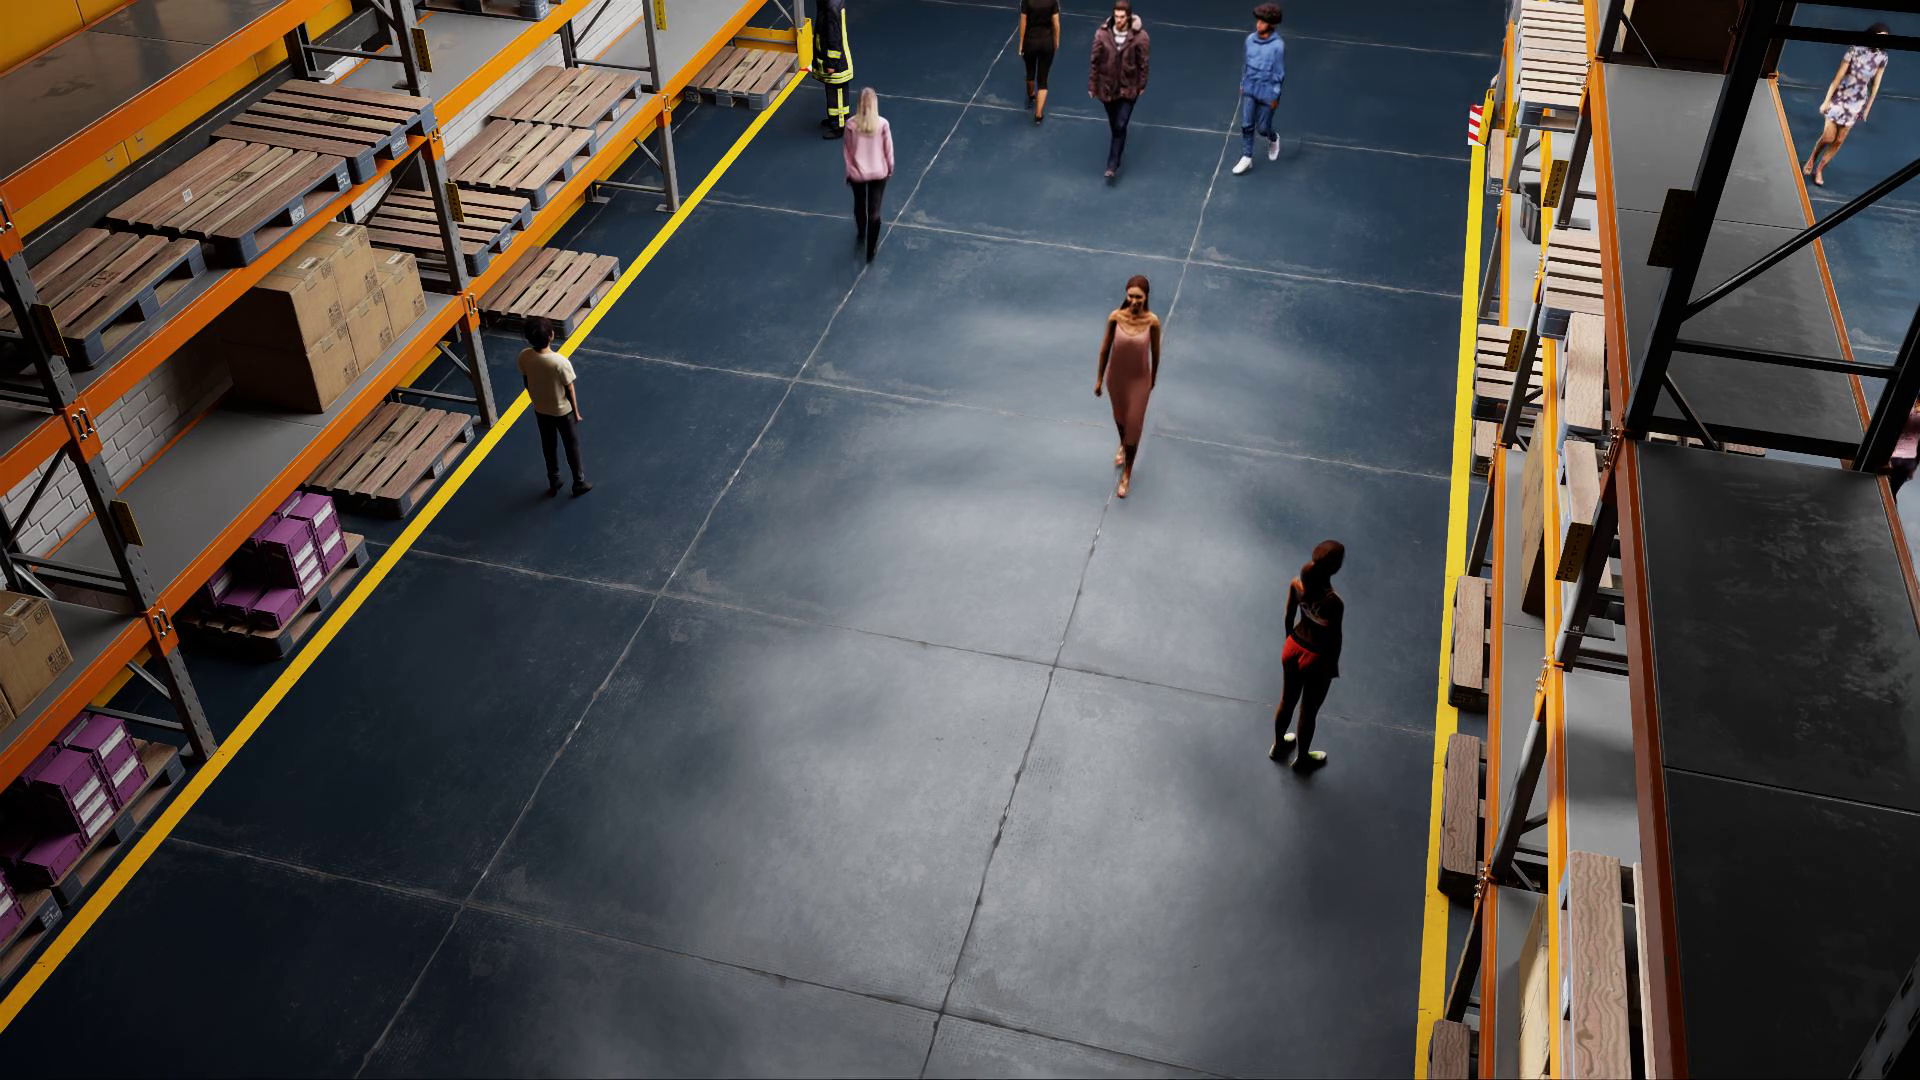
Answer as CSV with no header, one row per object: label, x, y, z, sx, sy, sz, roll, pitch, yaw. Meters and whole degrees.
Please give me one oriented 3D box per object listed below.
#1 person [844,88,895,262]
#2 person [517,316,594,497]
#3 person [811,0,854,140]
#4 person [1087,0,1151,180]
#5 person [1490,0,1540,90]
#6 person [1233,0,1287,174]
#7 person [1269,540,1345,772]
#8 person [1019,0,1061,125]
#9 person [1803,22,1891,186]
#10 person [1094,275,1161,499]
person,-0.885,-3.447,15.844,0.753,1.663,0.933,1,39,1
person,-3.140,-1.026,12.874,0.595,1.588,0.464,9,39,11
person,-1.369,-5.291,17.996,0.903,1.860,0.761,-3,39,-4
person,1.670,-4.752,17.377,0.792,1.790,1.165,12,40,14
person,6.266,-5.693,18.551,0.899,1.795,0.838,-17,42,-20
person,3.182,-4.706,17.317,0.882,1.792,0.978,31,48,32
person,2.199,0.741,10.500,0.713,1.788,0.674,-28,46,-31
person,0.864,-5.405,18.323,0.727,1.631,1.096,2,39,3
person,9.130,-4.522,17.147,0.650,1.717,0.646,9,40,11
person,1.338,-1.304,13.052,0.606,1.799,0.926,11,40,14
